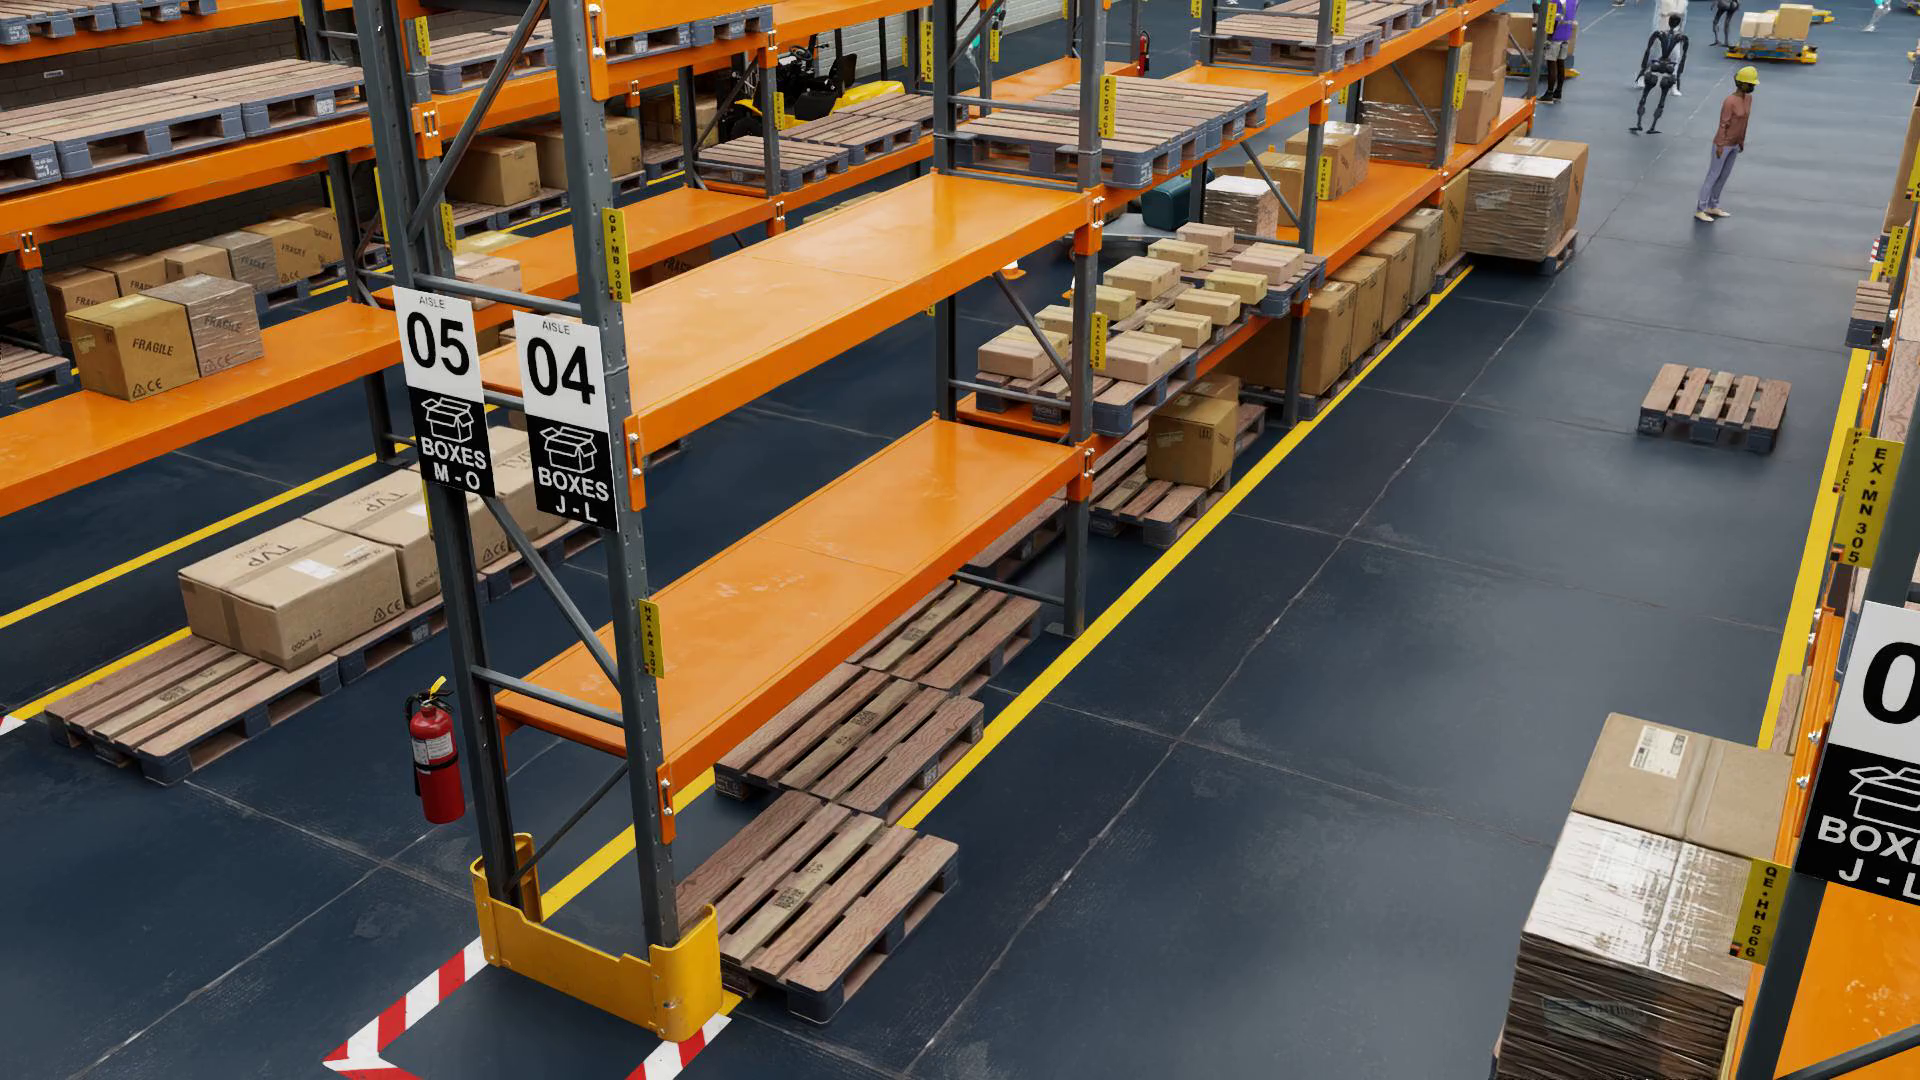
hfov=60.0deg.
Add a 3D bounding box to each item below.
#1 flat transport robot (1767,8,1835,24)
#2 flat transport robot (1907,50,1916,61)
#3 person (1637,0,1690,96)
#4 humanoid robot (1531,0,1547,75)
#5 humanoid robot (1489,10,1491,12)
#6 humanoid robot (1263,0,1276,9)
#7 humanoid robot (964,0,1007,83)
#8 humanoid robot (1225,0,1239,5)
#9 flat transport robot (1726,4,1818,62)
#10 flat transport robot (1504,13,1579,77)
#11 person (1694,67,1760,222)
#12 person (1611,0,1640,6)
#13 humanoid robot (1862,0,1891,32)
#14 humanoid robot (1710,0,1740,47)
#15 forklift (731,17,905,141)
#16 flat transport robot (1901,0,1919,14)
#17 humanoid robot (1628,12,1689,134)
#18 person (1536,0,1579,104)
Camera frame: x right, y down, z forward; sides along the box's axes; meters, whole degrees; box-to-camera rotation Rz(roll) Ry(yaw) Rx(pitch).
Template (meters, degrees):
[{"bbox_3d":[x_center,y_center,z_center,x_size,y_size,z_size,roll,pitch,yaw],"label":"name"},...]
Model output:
[{"bbox_3d":[16.471,-10.302,32.748,1.431,0.231,0.659,-13,28,-24],"label":"flat transport robot"},{"bbox_3d":[17.167,-8.327,28.644,1.431,0.231,0.659,10,27,20],"label":"flat transport robot"},{"bbox_3d":[11.067,-7.963,26.032,0.599,1.885,0.870,-5,26,-10],"label":"person"},{"bbox_3d":[9.646,-8.457,27.250,0.710,1.814,0.533,15,29,28],"label":"humanoid robot"},{"bbox_3d":[8.615,-8.619,27.635,0.623,1.636,0.372,-21,33,-37],"label":"humanoid robot"},{"bbox_3d":[4.452,-7.061,24.403,0.613,1.634,0.633,15,30,29],"label":"humanoid robot"},{"bbox_3d":[0.370,-8.071,26.481,0.790,1.816,0.537,-20,32,-35],"label":"humanoid robot"},{"bbox_3d":[5.762,-11.991,34.441,0.725,1.688,0.531,0,26,-1],"label":"humanoid robot"},{"bbox_3d":[14.215,-8.556,29.121,1.431,0.231,0.659,11,28,22],"label":"flat transport robot"},{"bbox_3d":[9.502,-7.866,27.686,1.431,0.231,0.659,2,26,3],"label":"flat transport robot"},{"bbox_3d":[8.829,-4.532,19.052,0.534,1.754,0.377,-19,32,-35],"label":"person"},{"bbox_3d":[13.976,-12.122,34.616,0.552,1.934,0.626,-10,27,-20],"label":"person"},{"bbox_3d":[17.366,-10.450,31.295,0.539,1.729,0.737,-6,26,-13],"label":"humanoid robot"},{"bbox_3d":[13.820,-9.728,29.946,0.591,1.654,0.332,-10,28,-20],"label":"humanoid robot"},{"bbox_3d":[-1.819,-5.975,21.543,2.313,2.155,1.214,14,29,26],"label":"forklift"},{"bbox_3d":[19.879,-10.896,33.982,0.659,0.231,1.431,8,27,16],"label":"flat transport robot"},{"bbox_3d":[9.814,-6.541,23.309,0.607,1.636,0.431,9,27,17],"label":"humanoid robot"},{"bbox_3d":[9.091,-7.656,25.296,0.611,1.963,0.362,-20,32,-36],"label":"person"}]
